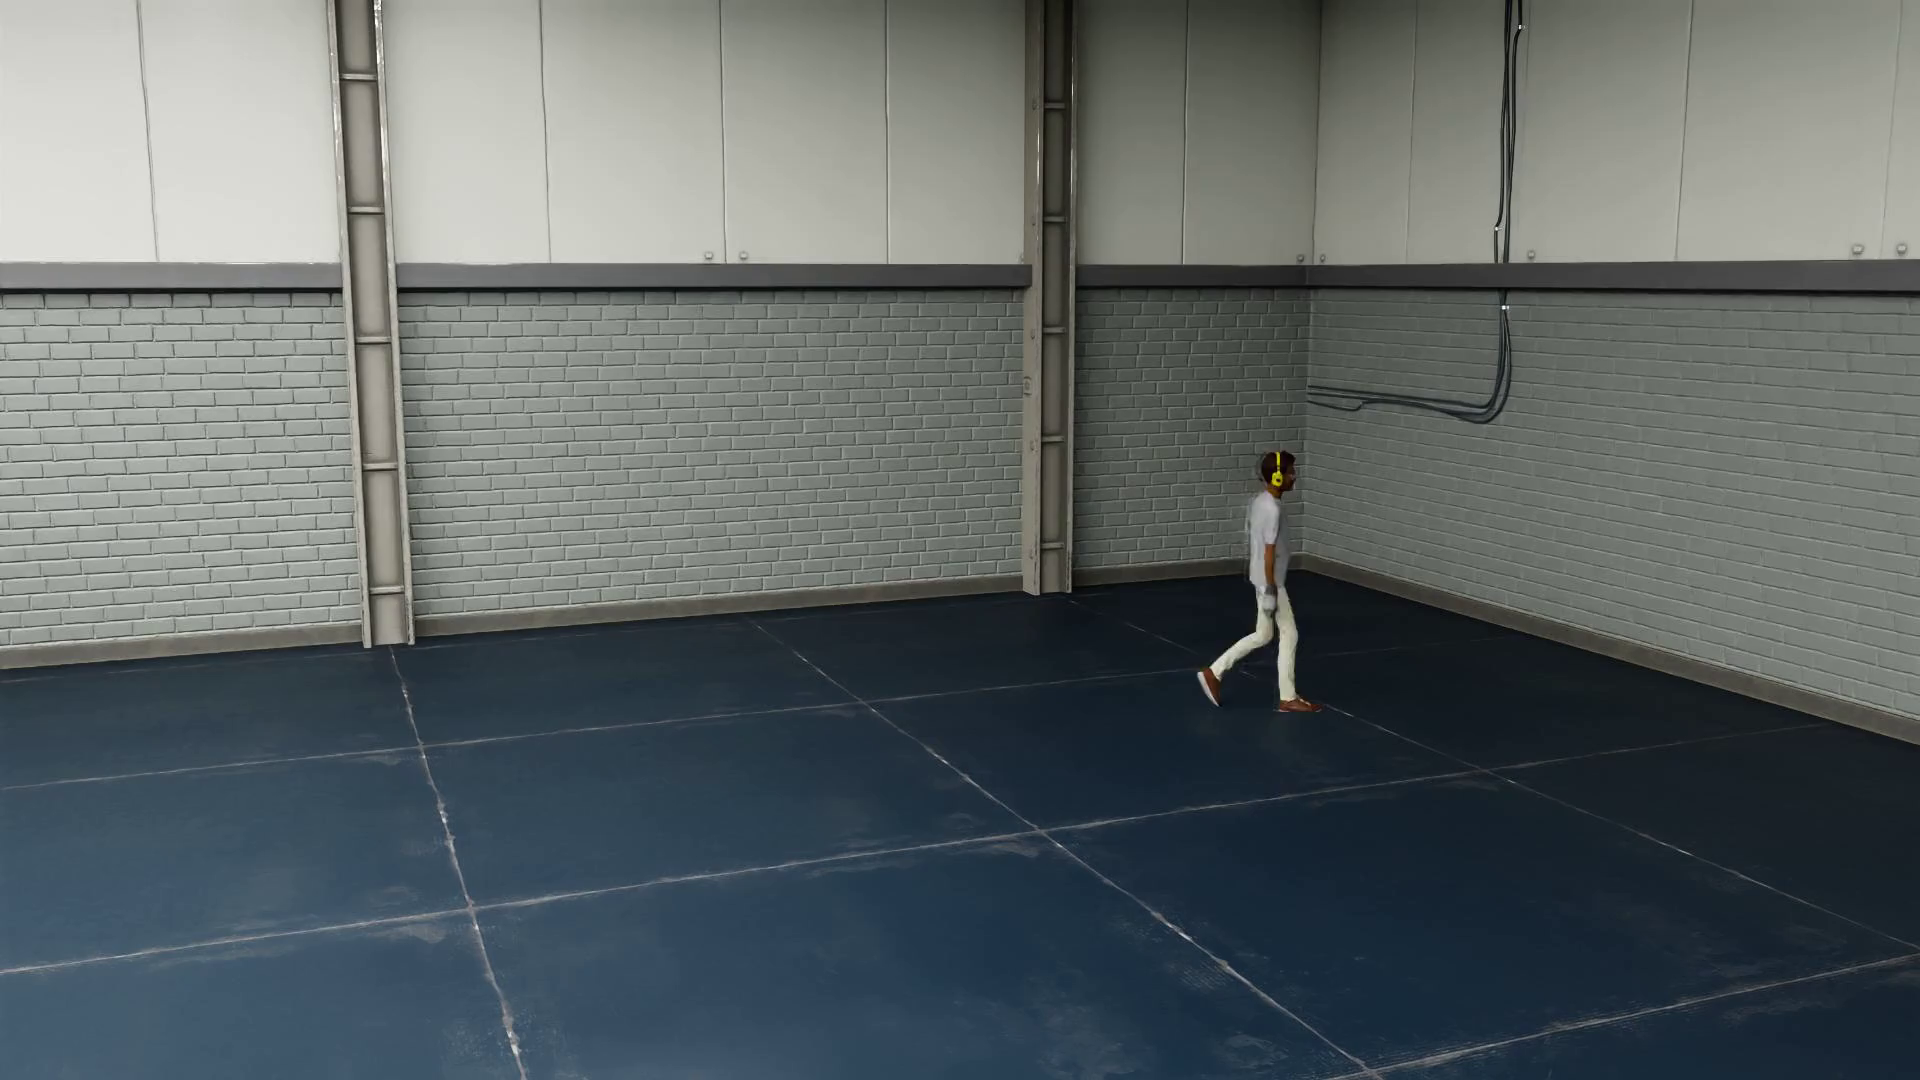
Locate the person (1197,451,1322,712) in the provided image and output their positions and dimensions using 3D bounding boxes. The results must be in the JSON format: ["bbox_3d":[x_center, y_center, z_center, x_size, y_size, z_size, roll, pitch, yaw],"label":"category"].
[{"bbox_3d":[2.090,0.294,11.499,0.796,1.845,0.527,0,9,-1],"label":"person"}]
